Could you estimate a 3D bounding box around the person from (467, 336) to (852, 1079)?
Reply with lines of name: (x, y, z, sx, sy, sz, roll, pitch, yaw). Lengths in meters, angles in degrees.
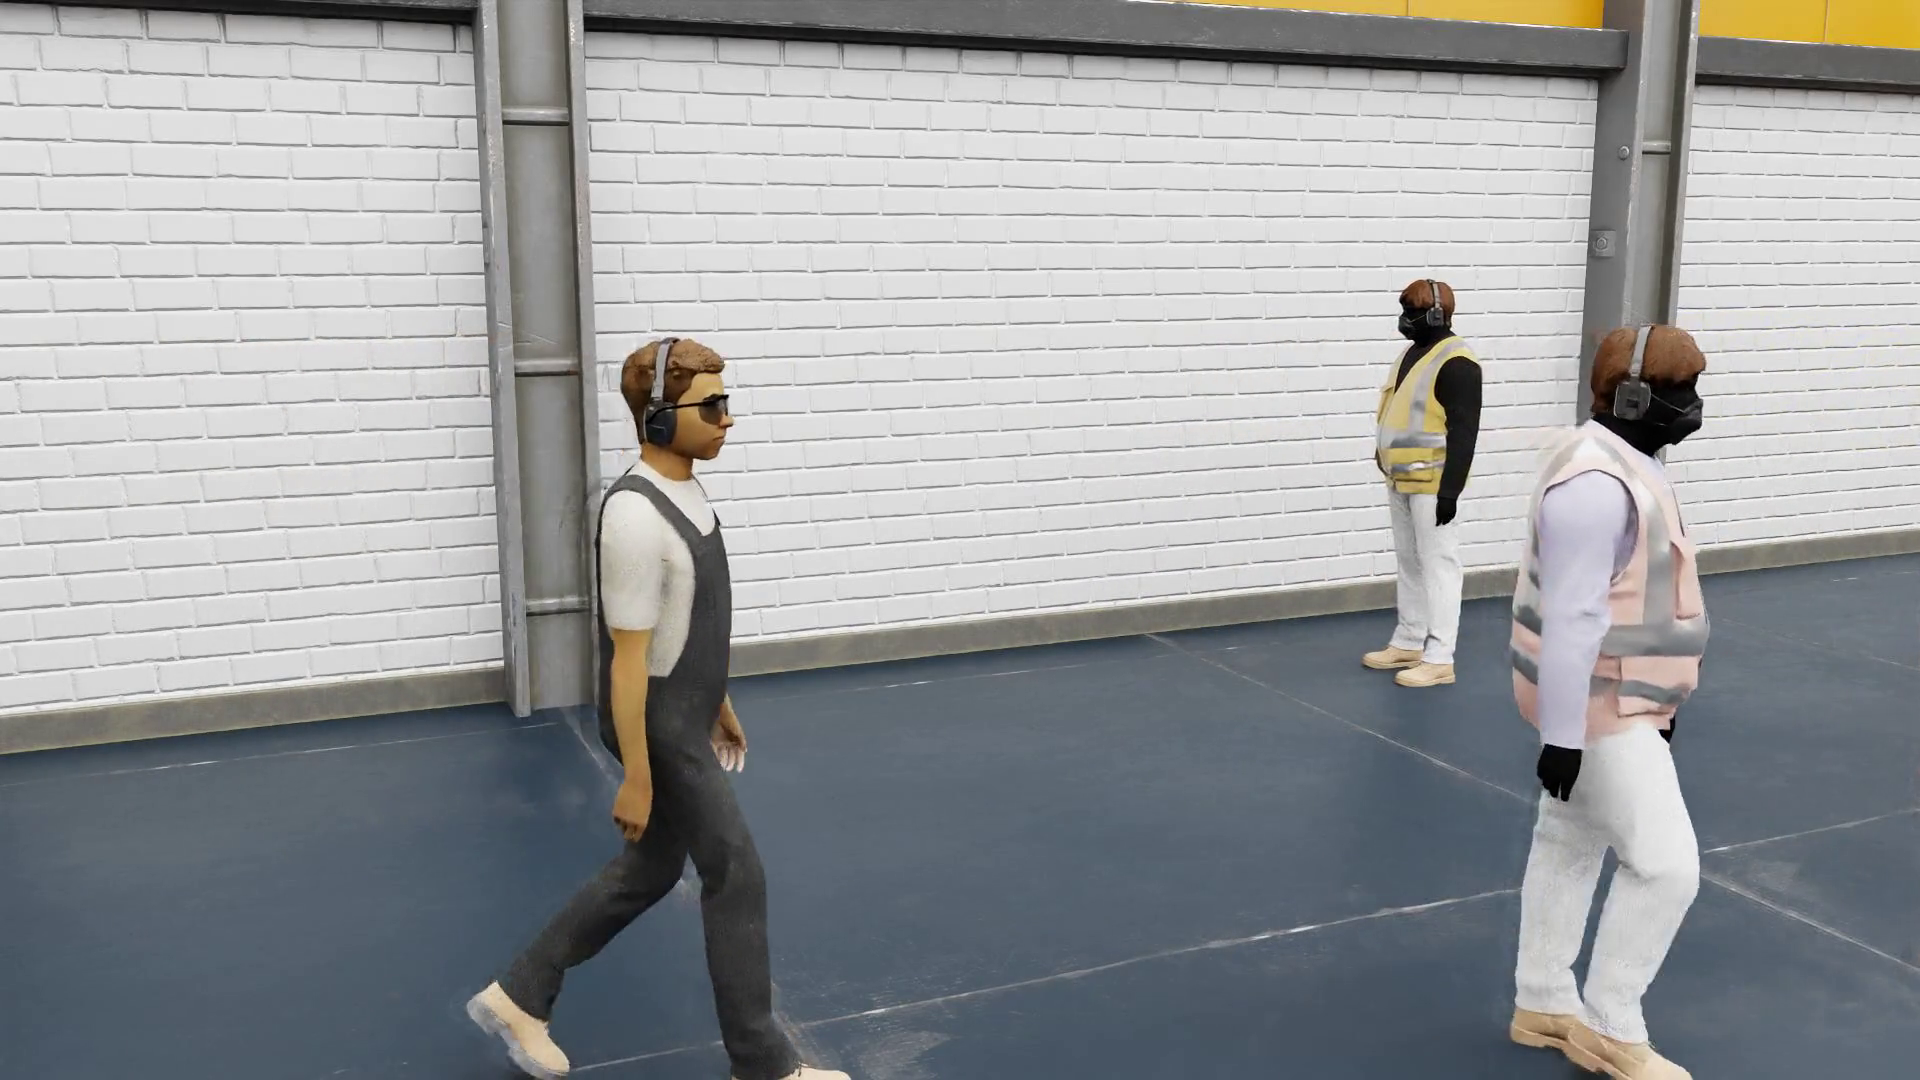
person: (-0.731, 0.439, 3.815, 0.881, 1.820, 0.519, 0, 10, -2)

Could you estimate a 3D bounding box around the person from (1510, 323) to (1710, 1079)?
person: (1.618, 0.407, 3.943, 0.596, 1.823, 0.661, 5, 12, 27)

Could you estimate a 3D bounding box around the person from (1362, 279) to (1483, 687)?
person: (2.105, -0.259, 7.578, 0.430, 1.843, 0.625, -2, 10, -9)
